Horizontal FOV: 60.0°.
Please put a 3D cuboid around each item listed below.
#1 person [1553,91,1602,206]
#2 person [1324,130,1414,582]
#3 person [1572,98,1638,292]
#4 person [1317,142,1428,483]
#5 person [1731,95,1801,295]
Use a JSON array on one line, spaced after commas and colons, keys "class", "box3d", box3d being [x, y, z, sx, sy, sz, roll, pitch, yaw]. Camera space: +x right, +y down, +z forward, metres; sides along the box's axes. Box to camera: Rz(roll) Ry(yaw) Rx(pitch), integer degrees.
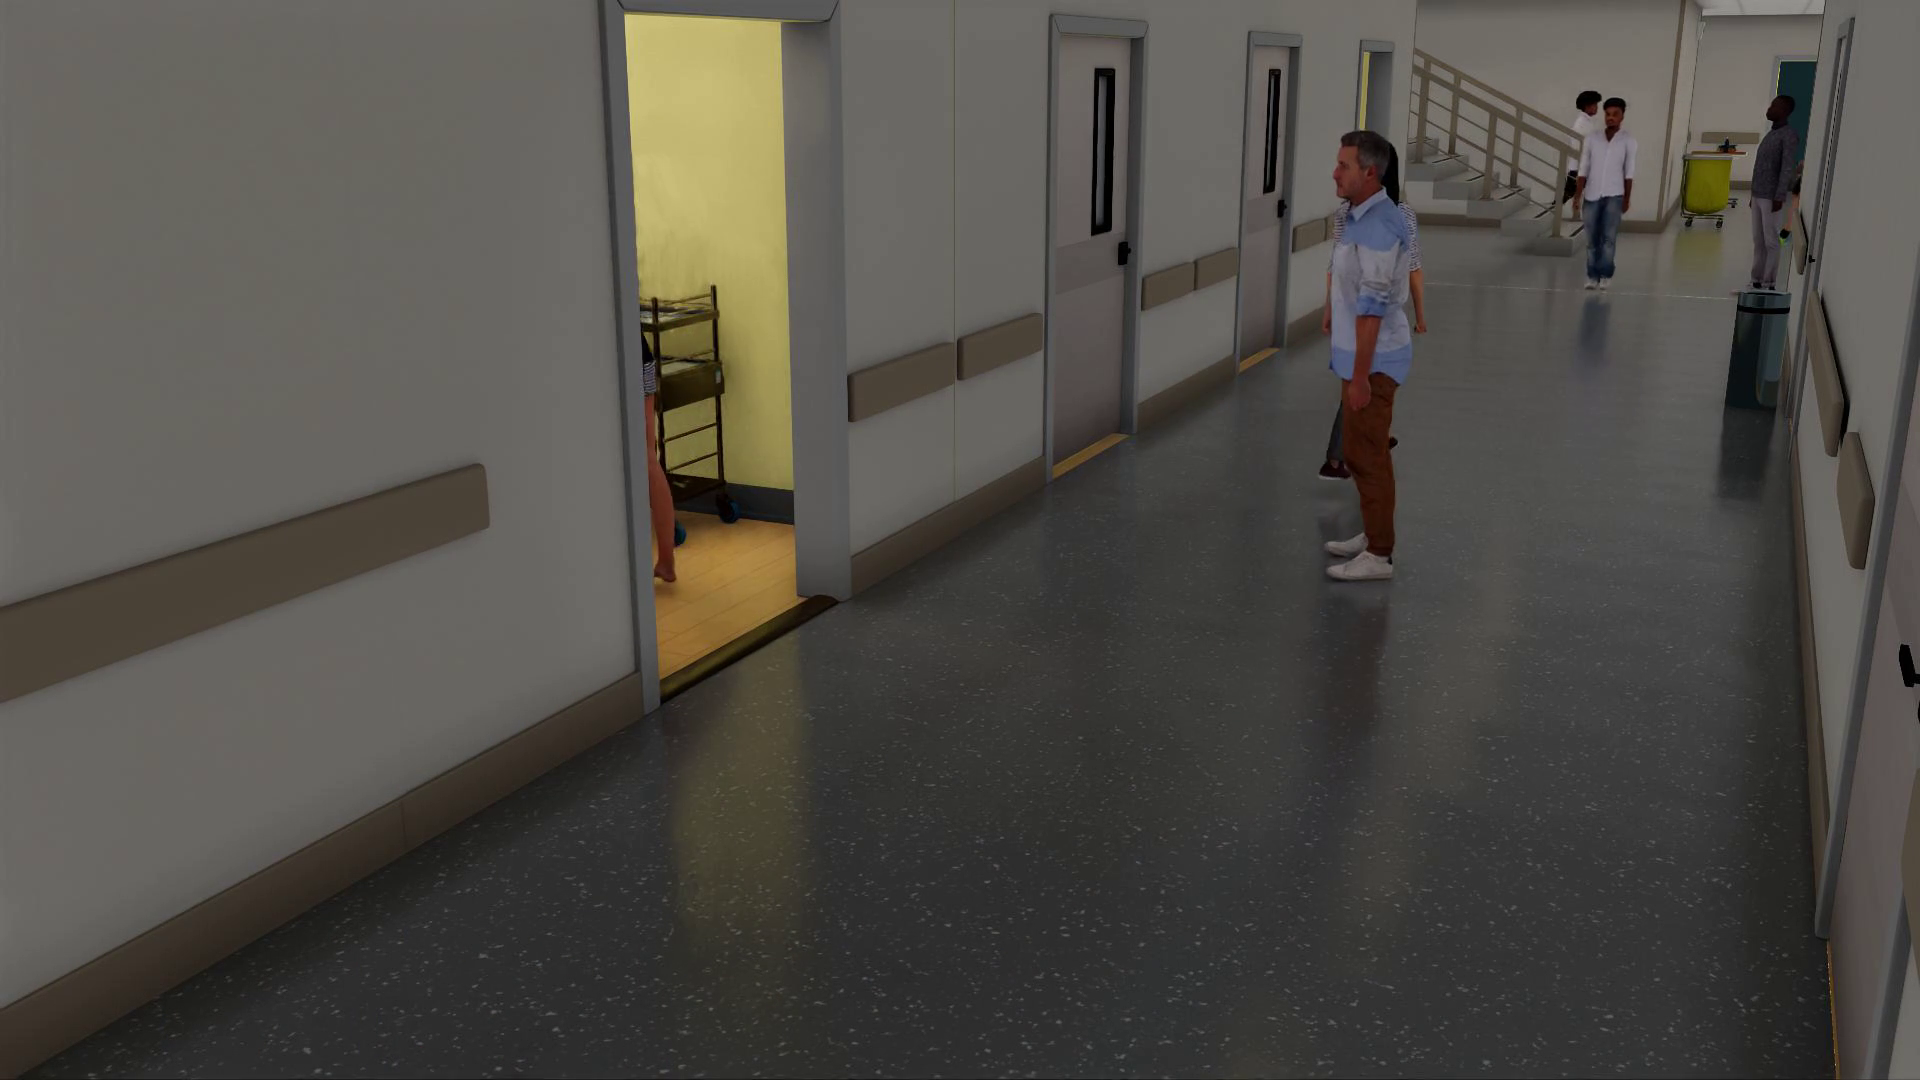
[{"class": "person", "box3d": [7.975, -4.876, 21.572, 1.132, 1.764, 0.663, 8, 18, 26]}, {"class": "person", "box3d": [1.696, -0.748, 6.835, 0.701, 1.815, 0.768, 3, 16, 11]}, {"class": "person", "box3d": [6.177, -3.298, 15.915, 0.689, 1.796, 0.757, 11, 19, 33]}, {"class": "person", "box3d": [2.006, -1.083, 8.272, 1.154, 1.680, 0.854, 12, 20, 36]}, {"class": "person", "box3d": [7.519, -3.179, 15.412, 0.714, 1.839, 0.757, 0, 16, 0]}]
